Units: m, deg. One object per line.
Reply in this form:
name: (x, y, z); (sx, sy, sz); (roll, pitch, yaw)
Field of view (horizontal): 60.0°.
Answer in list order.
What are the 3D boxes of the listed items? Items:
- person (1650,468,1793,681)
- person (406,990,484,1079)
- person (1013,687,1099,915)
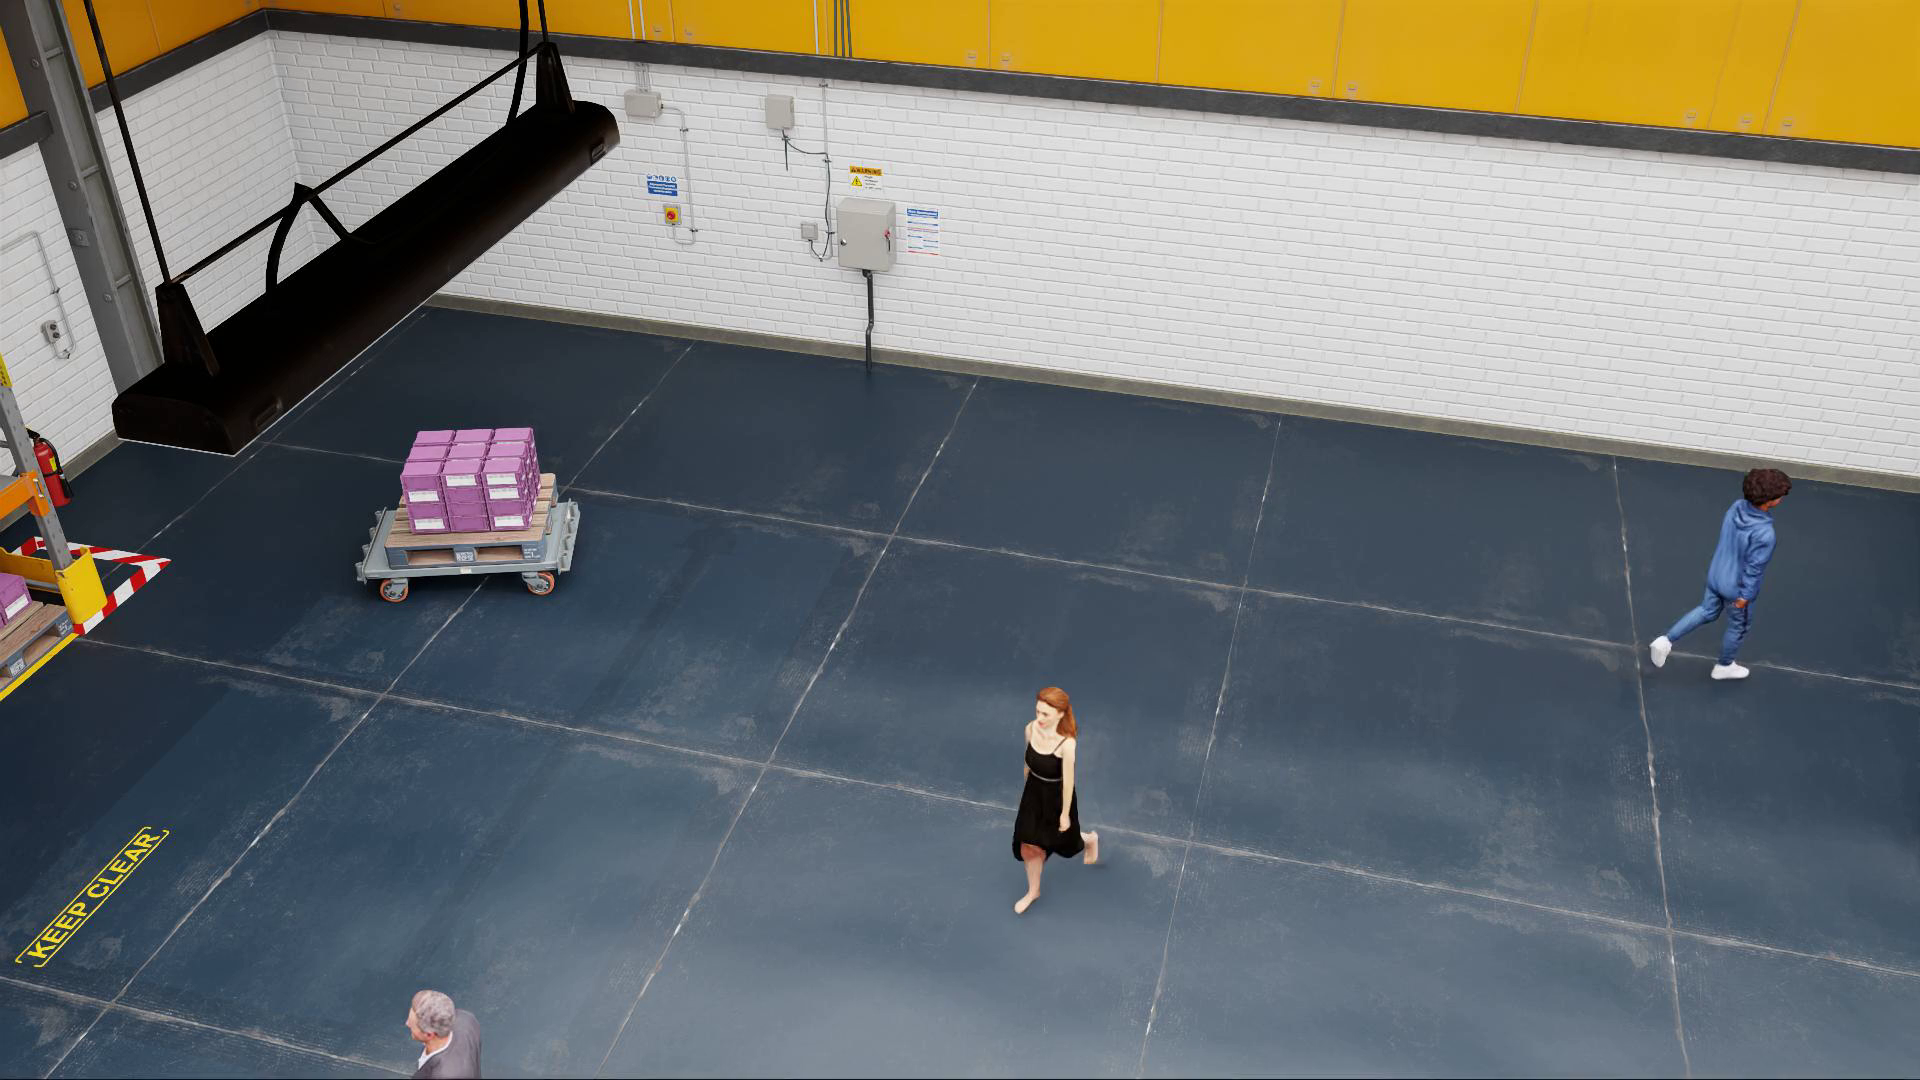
person: (5.480, 0.273, 11.932); (1.002, 1.786, 1.063); (-5, 34, -8)
person: (-2.416, 2.833, 8.029); (0.865, 1.841, 0.692); (-4, 34, -6)
person: (0.612, 1.551, 10.173); (0.845, 1.605, 1.015); (28, 43, 36)
